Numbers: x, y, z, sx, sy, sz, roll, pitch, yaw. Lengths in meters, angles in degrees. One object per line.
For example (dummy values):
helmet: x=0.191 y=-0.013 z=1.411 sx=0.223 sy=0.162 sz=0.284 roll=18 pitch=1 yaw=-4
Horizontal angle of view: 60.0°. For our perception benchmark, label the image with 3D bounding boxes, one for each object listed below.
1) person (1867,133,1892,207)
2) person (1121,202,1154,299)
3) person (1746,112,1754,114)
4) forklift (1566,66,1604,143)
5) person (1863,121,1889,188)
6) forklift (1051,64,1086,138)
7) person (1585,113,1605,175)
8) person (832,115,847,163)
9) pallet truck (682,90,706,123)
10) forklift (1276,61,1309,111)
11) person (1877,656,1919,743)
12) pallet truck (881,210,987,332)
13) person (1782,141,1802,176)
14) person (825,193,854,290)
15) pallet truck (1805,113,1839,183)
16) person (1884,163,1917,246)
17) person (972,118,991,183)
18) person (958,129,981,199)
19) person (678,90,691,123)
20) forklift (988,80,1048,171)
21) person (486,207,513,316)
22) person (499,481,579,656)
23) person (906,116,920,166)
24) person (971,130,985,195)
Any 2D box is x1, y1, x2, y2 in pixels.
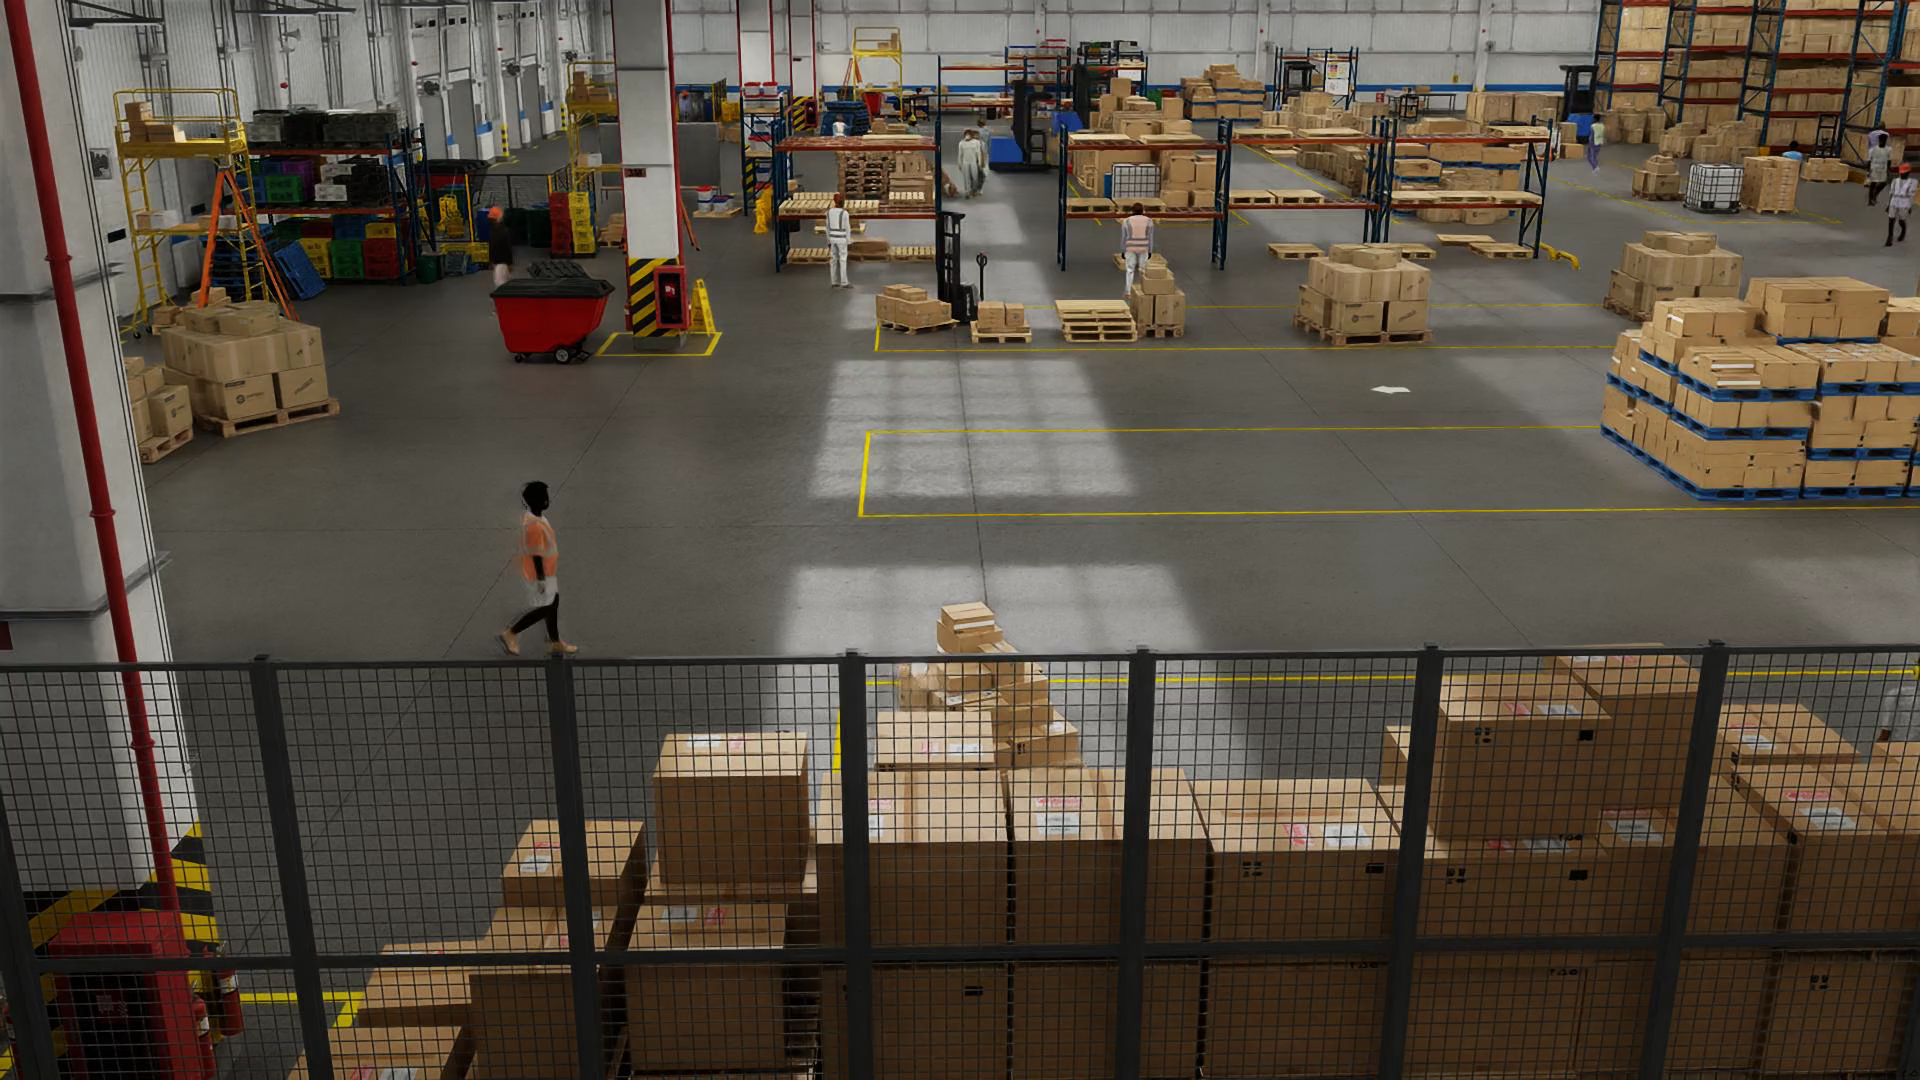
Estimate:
person: x=24.872 y=-10.012 z=45.003 sx=0.638 sy=1.949 sz=0.424 roll=0 pitch=19 yaw=1
person: x=3.401 y=-5.563 z=31.998 sx=0.624 sy=1.835 sz=0.431 roll=-1 pitch=19 yaw=-3
person: x=29.063 y=-15.523 z=61.326 sx=0.675 sy=1.977 sz=0.628 roll=1 pitch=19 yaw=3
forklift: x=23.327 y=-16.364 z=62.415 sx=1.129 sy=2.768 sz=1.873 roll=-3 pitch=19 yaw=-7
person: x=27.004 y=-11.352 z=48.998 sx=0.372 sy=1.940 sz=0.629 roll=-11 pitch=22 yaw=-30
forklift: x=4.475 y=-16.592 z=63.094 sx=1.873 sy=2.768 sz=1.129 roll=-3 pitch=19 yaw=-8
person: x=19.937 y=-12.410 z=52.193 sx=0.628 sy=1.898 sz=0.441 roll=-11 pitch=21 yaw=-29
person: x=-4.025 y=-13.352 z=55.470 sx=0.521 sy=1.570 sz=0.881 roll=-5 pitch=19 yaw=-16
pallet truck: x=-9.671 y=-15.907 z=62.421 sx=0.823 sy=1.965 sz=1.885 roll=5 pitch=19 yaw=15
forklift: x=13.228 y=-17.502 z=65.791 sx=1.129 sy=2.768 sz=1.873 roll=-1 pitch=19 yaw=-1
person: x=6.187 y=1.560 z=10.802 sx=0.533 sy=1.868 sz=0.310 roll=3 pitch=19 yaw=8
pallet truck: x=-0.493 y=-4.759 z=29.349 sx=1.885 sy=1.965 sz=0.823 roll=-13 pitch=23 yaw=-34
person: x=22.847 y=-10.162 z=45.882 sx=0.538 sy=1.674 sz=0.689 roll=3 pitch=19 yaw=8
person: x=-2.391 y=-5.903 z=32.921 sx=0.573 sy=1.883 sz=0.356 roll=13 pitch=22 yaw=33
pallet truck: x=26.403 y=-11.957 z=50.702 sx=0.823 sy=1.965 sz=1.885 roll=6 pitch=19 yaw=16
person: x=21.713 y=-7.743 z=38.365 sx=0.712 sy=1.904 sz=0.550 roll=-17 pitch=25 yaw=-41
person: x=0.652 y=-11.711 z=50.099 sx=0.629 sy=1.925 sz=0.480 roll=-6 pitch=20 yaw=-18
person: x=0.265 y=-10.515 z=46.557 sx=0.650 sy=1.928 sz=0.428 roll=2 pitch=19 yaw=6
person: x=-10.477 y=-16.211 z=63.451 sx=0.577 sy=1.914 sz=0.568 roll=10 pitch=21 yaw=28
forklift: x=1.865 y=-13.266 z=53.226 sx=1.873 sy=2.768 sz=1.129 roll=0 pitch=19 yaw=-1
person: x=-8.370 y=-5.130 z=30.484 sx=0.747 sy=1.977 sz=0.622 roll=-16 pitch=24 yaw=-39
person: x=-3.818 y=0.278 z=14.901 sx=0.599 sy=1.678 sz=0.535 roll=-3 pitch=19 yaw=-10
person: x=-1.502 y=-12.758 z=53.489 sx=0.480 sy=1.733 sz=0.333 roll=-6 pitch=20 yaw=-17
person: x=0.471 y=-10.710 z=47.271 sx=0.539 sy=1.822 sz=0.564 roll=-6 pitch=20 yaw=-18
